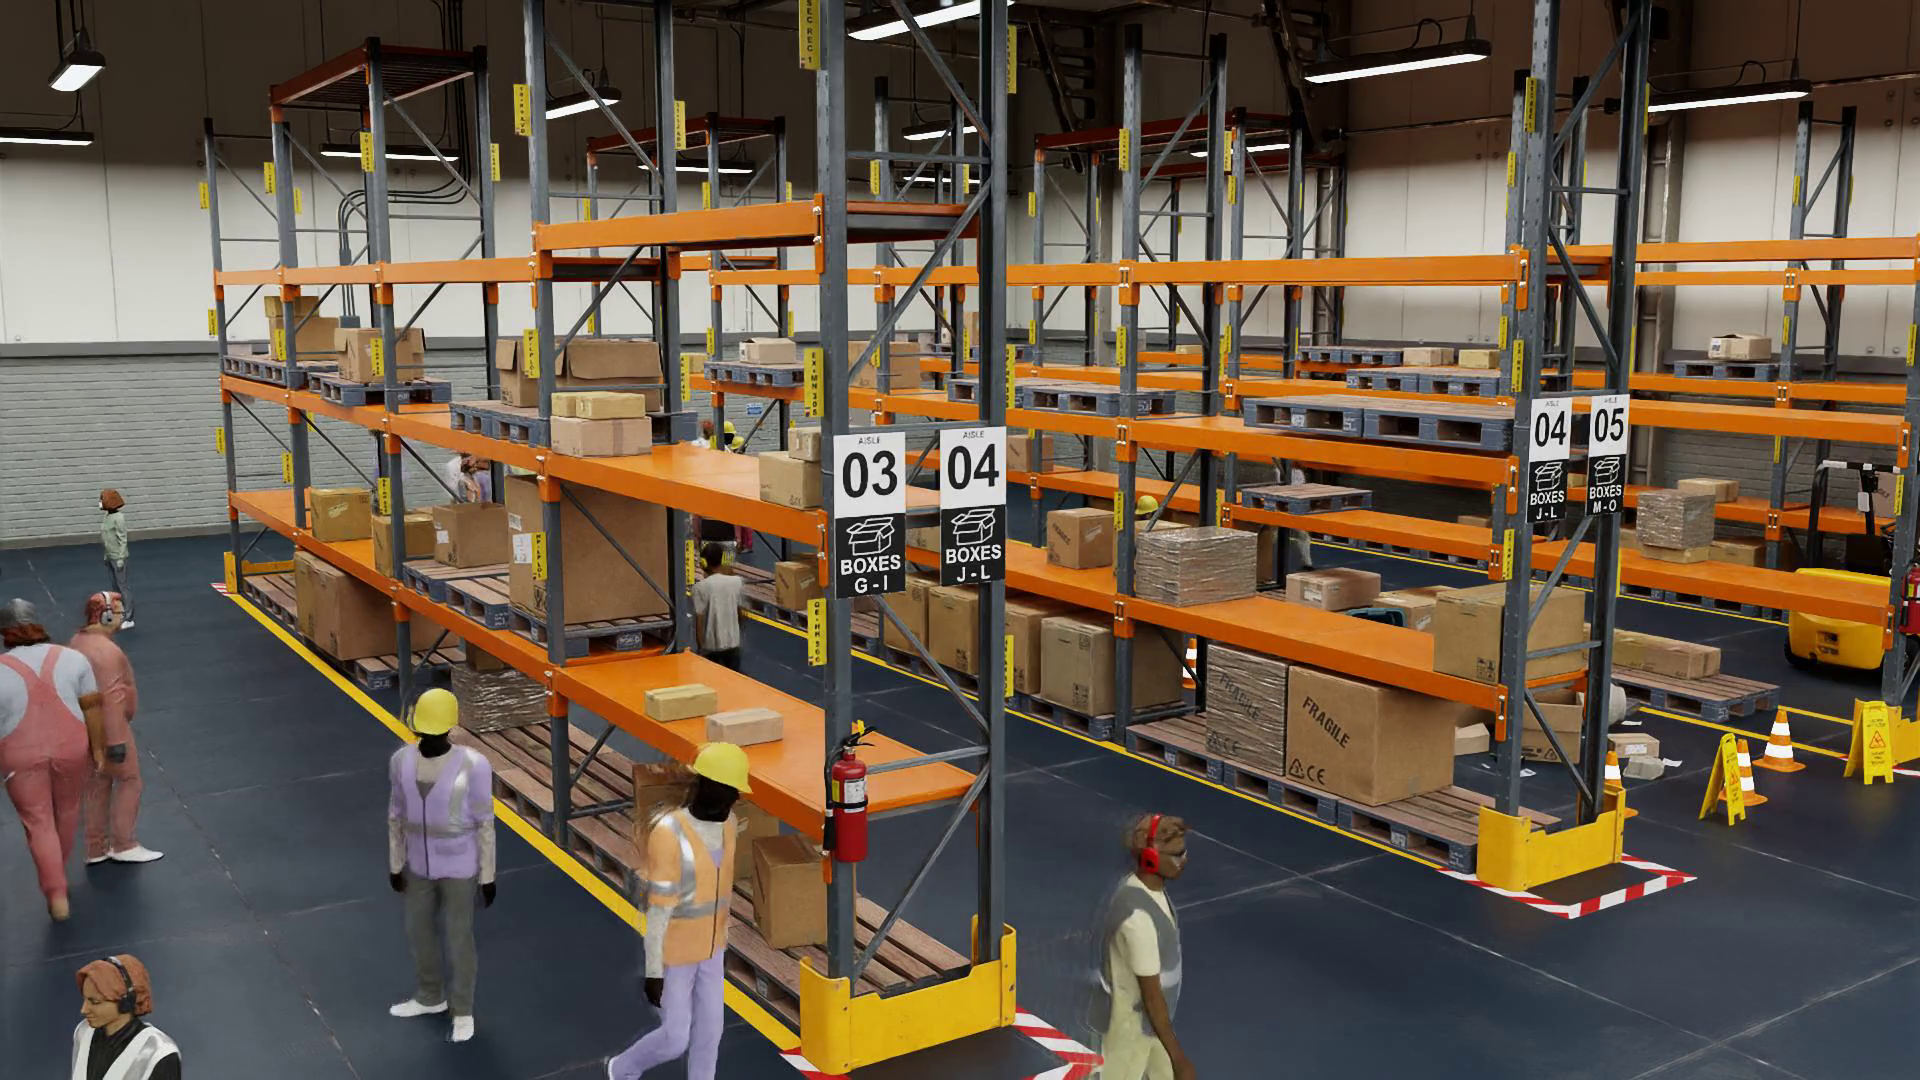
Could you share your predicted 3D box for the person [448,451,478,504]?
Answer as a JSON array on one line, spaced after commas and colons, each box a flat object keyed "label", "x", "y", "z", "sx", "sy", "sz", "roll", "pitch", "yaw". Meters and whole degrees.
[{"label": "person", "x": -7.482, "y": -0.688, "z": 24.998, "sx": 0.719, "sy": 1.722, "sz": 0.555, "roll": 6, "pitch": 11, "yaw": 37}]

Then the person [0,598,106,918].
[{"label": "person", "x": -5.896, "y": 1.316, "z": 10.599, "sx": 0.697, "sy": 2.000, "sz": 1.061, "roll": -8, "pitch": 12, "yaw": -43}]

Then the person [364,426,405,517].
[{"label": "person", "x": -9.016, "y": -0.933, "z": 25.722, "sx": 1.016, "sy": 1.989, "sz": 0.630, "roll": -3, "pitch": 9, "yaw": -17}]

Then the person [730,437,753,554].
[{"label": "person", "x": -3.256, "y": -0.669, "z": 24.759, "sx": 0.332, "sy": 1.756, "sz": 0.526, "roll": -5, "pitch": 10, "yaw": -32}]

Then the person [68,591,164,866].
[{"label": "person", "x": -5.768, "y": 1.284, "z": 11.299, "sx": 0.677, "sy": 1.891, "sz": 0.435, "roll": 8, "pitch": 12, "yaw": 43}]

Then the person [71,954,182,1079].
[{"label": "person", "x": -2.901, "y": 2.233, "z": 5.817, "sx": 0.512, "sy": 1.642, "sz": 0.312, "roll": 4, "pitch": 10, "yaw": 26}]

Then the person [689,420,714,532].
[{"label": "person", "x": -4.033, "y": -0.983, "z": 26.461, "sx": 0.550, "sy": 1.871, "sz": 0.615, "roll": 6, "pitch": 11, "yaw": 36}]

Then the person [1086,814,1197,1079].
[{"label": "person", "x": 0.842, "y": 2.007, "z": 6.794, "sx": 0.971, "sy": 1.798, "sz": 0.581, "roll": 2, "pitch": 9, "yaw": 15}]

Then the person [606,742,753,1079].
[{"label": "person", "x": -1.291, "y": 1.843, "z": 7.607, "sx": 0.661, "sy": 1.878, "sz": 0.674, "roll": 5, "pitch": 10, "yaw": 31}]

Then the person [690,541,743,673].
[{"label": "person", "x": -2.045, "y": 0.911, "z": 14.087, "sx": 0.514, "sy": 1.806, "sz": 1.020, "roll": -5, "pitch": 10, "yaw": -28}]

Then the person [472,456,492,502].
[{"label": "person", "x": -6.847, "y": -0.427, "z": 23.653, "sx": 0.513, "sy": 1.601, "sz": 0.447, "roll": 6, "pitch": 11, "yaw": 37}]

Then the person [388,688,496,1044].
[{"label": "person", "x": -2.766, "y": 1.683, "z": 8.694, "sx": 0.751, "sy": 1.895, "sz": 0.457, "roll": 3, "pitch": 9, "yaw": 18}]

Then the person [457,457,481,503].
[{"label": "person", "x": -6.727, "y": -0.319, "z": 22.826, "sx": 0.308, "sy": 1.638, "sz": 0.511, "roll": 0, "pitch": 9, "yaw": 1}]

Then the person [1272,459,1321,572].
[{"label": "person", "x": 4.582, "y": -0.450, "z": 23.174, "sx": 0.877, "sy": 1.798, "sz": 0.602, "roll": 6, "pitch": 10, "yaw": 33}]

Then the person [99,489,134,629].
[{"label": "person", "x": -9.781, "y": 0.219, "z": 19.247, "sx": 0.498, "sy": 1.634, "sz": 0.279, "roll": 8, "pitch": 12, "yaw": 44}]

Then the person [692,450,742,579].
[{"label": "person", "x": -2.858, "y": -0.045, "z": 19.646, "sx": 0.605, "sy": 2.045, "sz": 0.377, "roll": 2, "pitch": 9, "yaw": 11}]

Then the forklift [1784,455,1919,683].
[{"label": "forklift", "x": 9.643, "y": 0.253, "z": 17.172, "sx": 2.313, "sy": 2.155, "sz": 1.214, "roll": -6, "pitch": 10, "yaw": -33}]
